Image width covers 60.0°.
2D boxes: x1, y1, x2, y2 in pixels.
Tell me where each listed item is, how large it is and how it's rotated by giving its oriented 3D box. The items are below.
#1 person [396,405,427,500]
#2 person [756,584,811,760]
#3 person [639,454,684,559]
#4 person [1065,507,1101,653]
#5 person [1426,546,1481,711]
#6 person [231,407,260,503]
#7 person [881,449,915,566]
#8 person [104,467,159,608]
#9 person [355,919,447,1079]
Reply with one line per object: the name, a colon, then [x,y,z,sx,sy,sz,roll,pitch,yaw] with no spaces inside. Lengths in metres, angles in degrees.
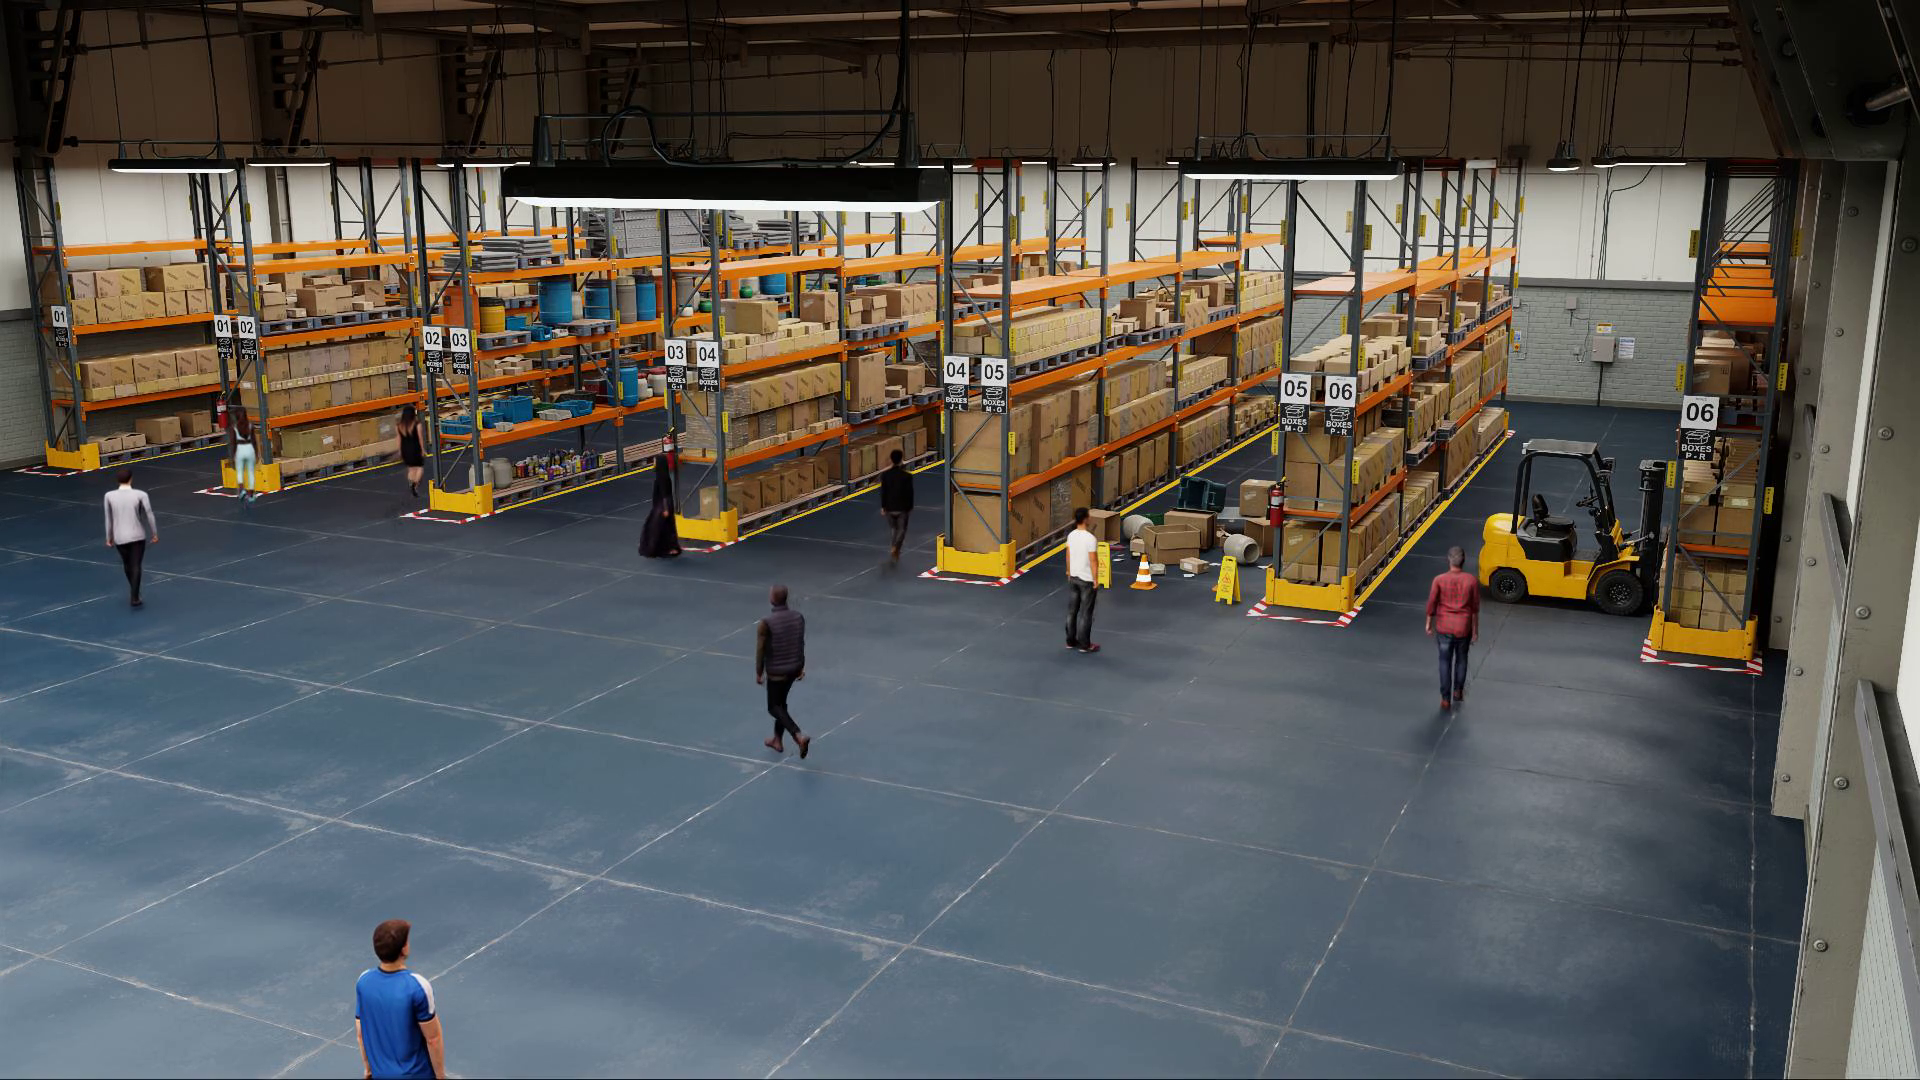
person: [-9.786,-1.540,29.637,0.783,1.704,0.839,2,13,6]
person: [-1.760,1.360,16.874,1.150,1.812,1.058,-10,17,-38]
person: [-4.468,-0.523,25.449,0.985,1.612,0.958,-3,13,-14]
person: [1.512,0.482,20.693,0.677,1.801,0.712,-12,17,-41]
person: [5.477,1.000,18.428,0.815,1.812,0.865,3,13,12]
person: [-12.624,-1.478,29.352,0.900,1.713,0.956,-5,14,-21]
person: [-0.960,-0.498,25.127,0.761,1.709,1.076,4,14,15]
person: [-11.315,0.000,22.622,1.180,1.870,1.327,-2,13,-10]
person: [-3.198,3.037,9.514,0.717,1.865,0.659,3,13,11]
